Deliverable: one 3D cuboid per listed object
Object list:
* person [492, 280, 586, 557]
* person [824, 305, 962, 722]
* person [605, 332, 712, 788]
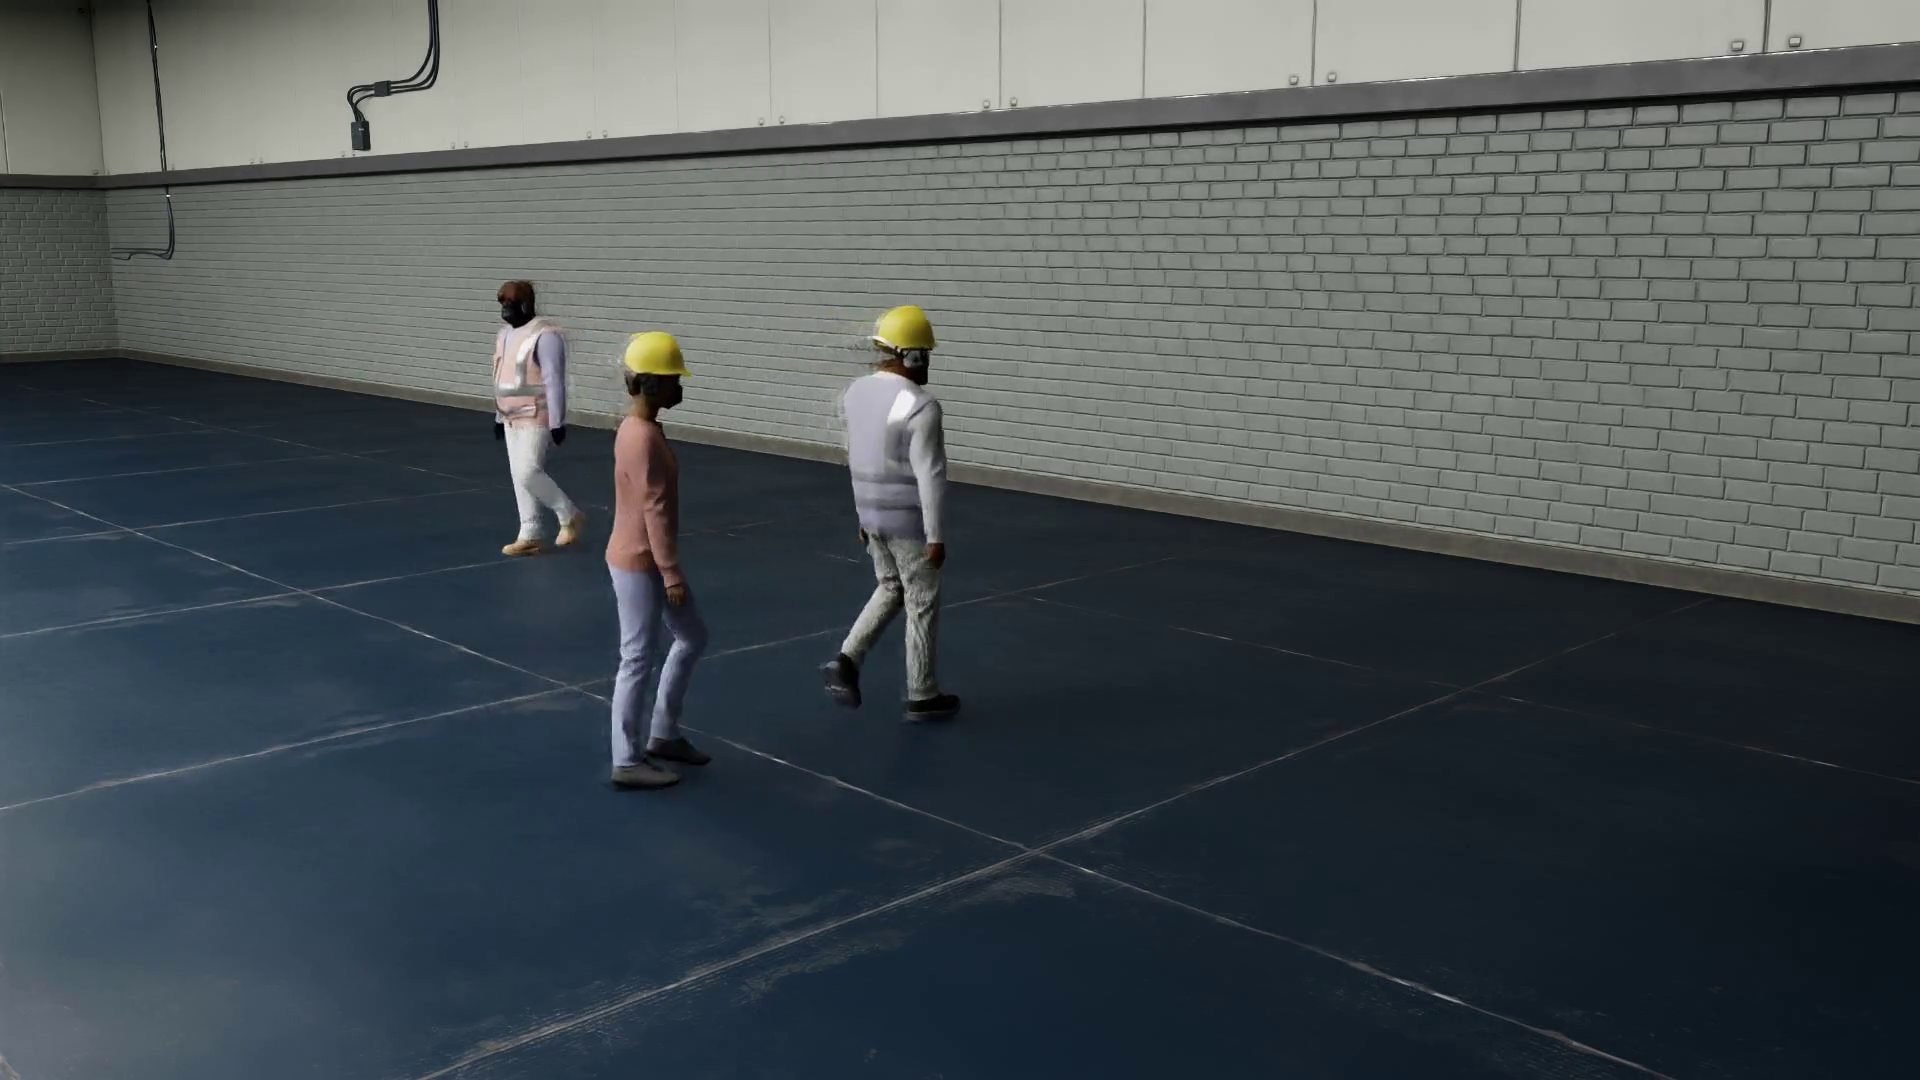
[{"bbox_3d":[-2.834,-0.801,10.988,0.467,1.823,0.621,-9,14,-40],"label":"person"},{"bbox_3d":[-0.278,-0.100,7.186,0.545,1.814,0.615,-9,14,-40],"label":"person"},{"bbox_3d":[-1.128,0.090,6.351,0.520,1.752,0.528,-1,10,-6],"label":"person"}]
